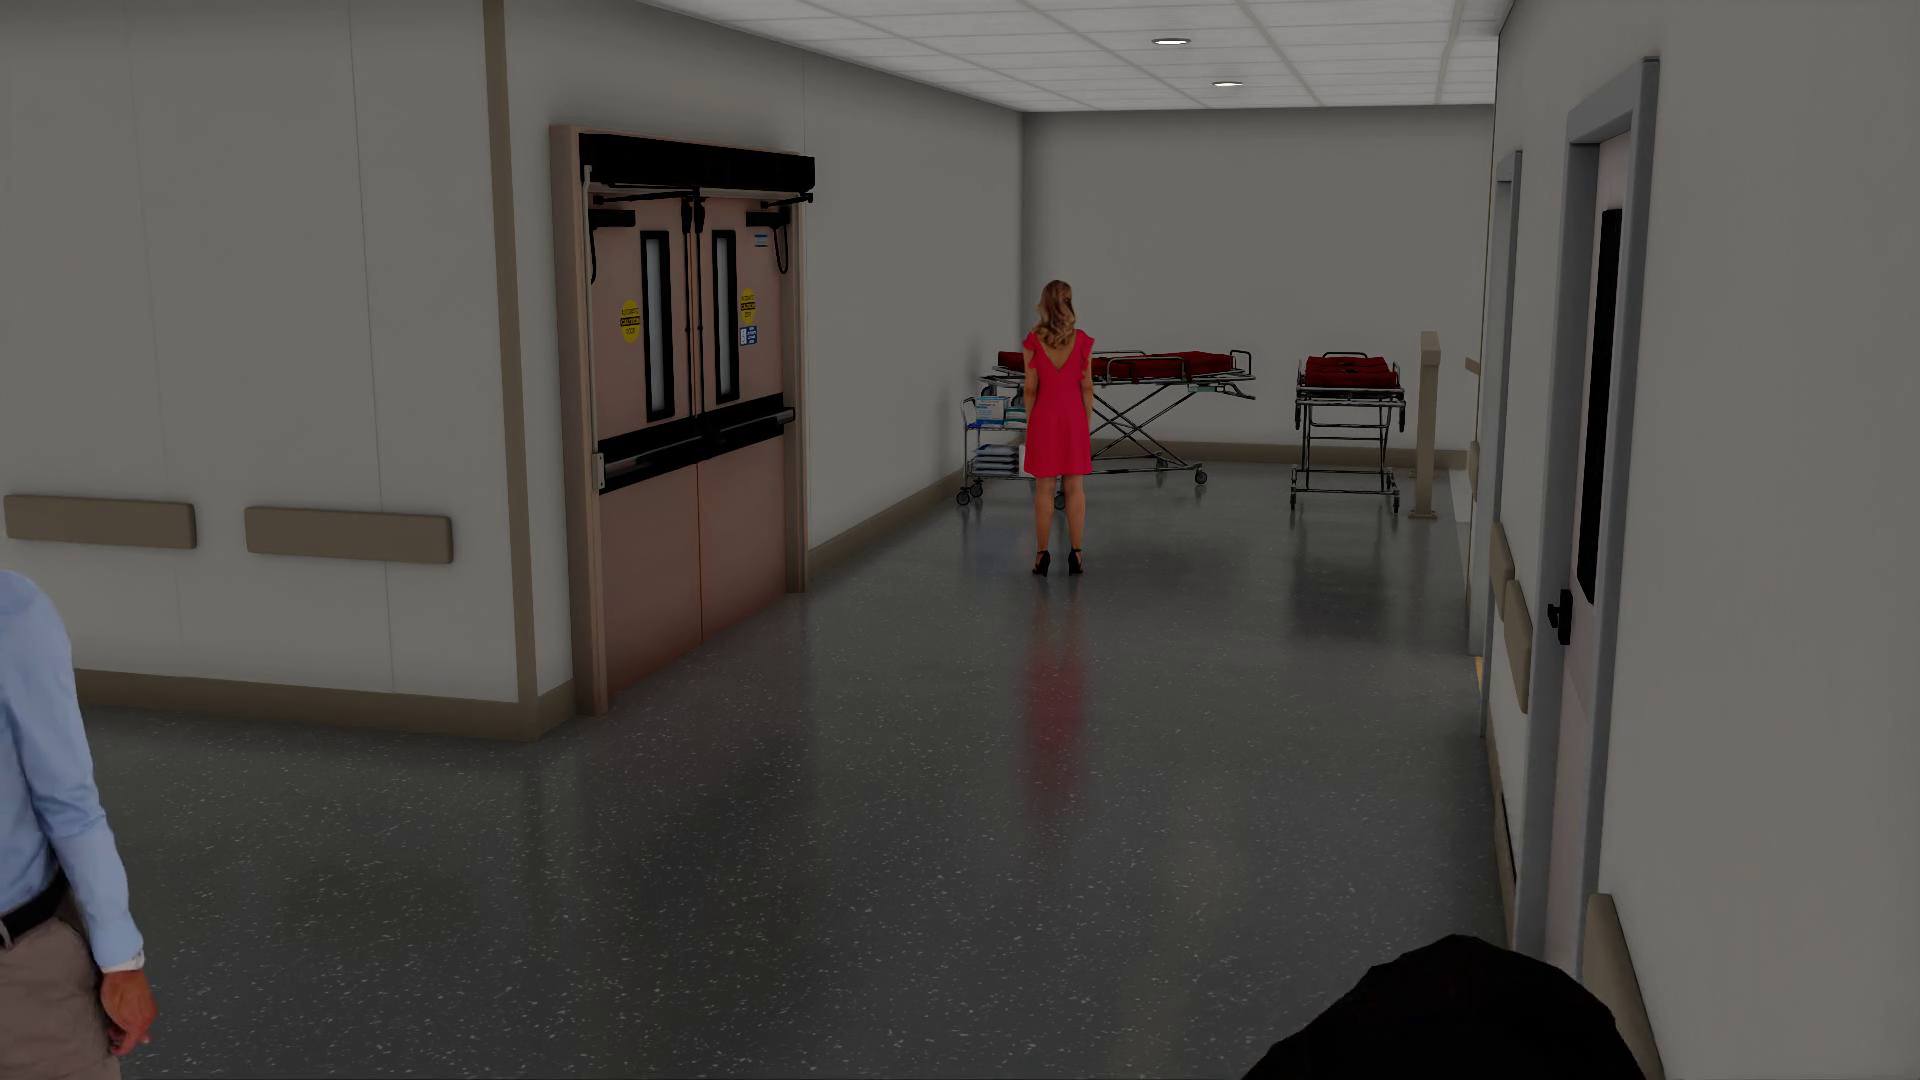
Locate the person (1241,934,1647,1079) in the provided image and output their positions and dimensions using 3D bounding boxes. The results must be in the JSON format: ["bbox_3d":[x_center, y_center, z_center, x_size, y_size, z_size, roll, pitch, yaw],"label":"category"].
[{"bbox_3d":[0.310,1.037,1.127,0.599,1.596,0.981,3,11,14],"label":"person"}]

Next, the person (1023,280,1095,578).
[{"bbox_3d":[0.571,-0.655,9.692,0.620,1.727,0.610,0,11,1],"label":"person"}]
